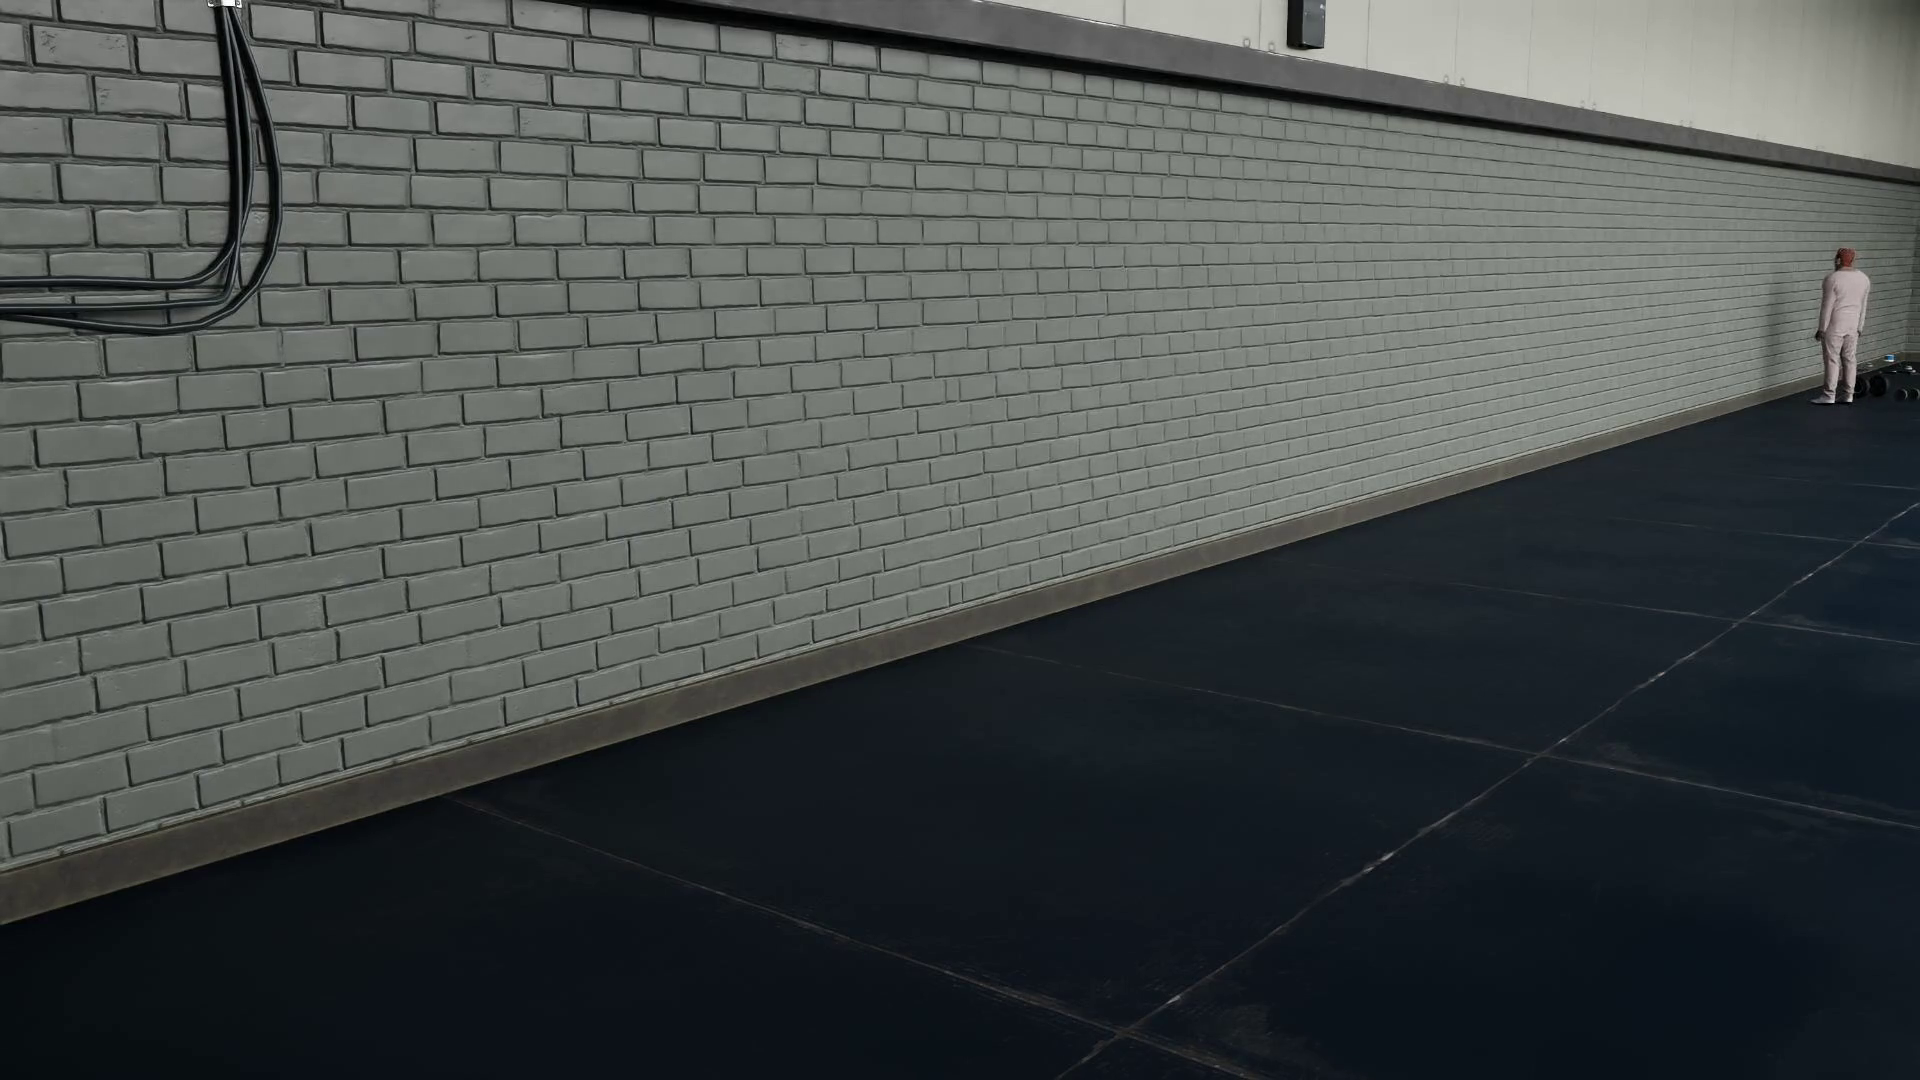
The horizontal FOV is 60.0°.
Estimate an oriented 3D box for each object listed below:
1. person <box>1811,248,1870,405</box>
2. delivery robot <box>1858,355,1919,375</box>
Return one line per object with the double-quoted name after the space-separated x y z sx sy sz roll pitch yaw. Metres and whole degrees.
10.735 -2.605 20.320 0.652 1.906 0.403 -3 11 -16 "person"
11.830 -2.240 21.181 0.335 0.223 0.698 -6 12 -29 "delivery robot"
